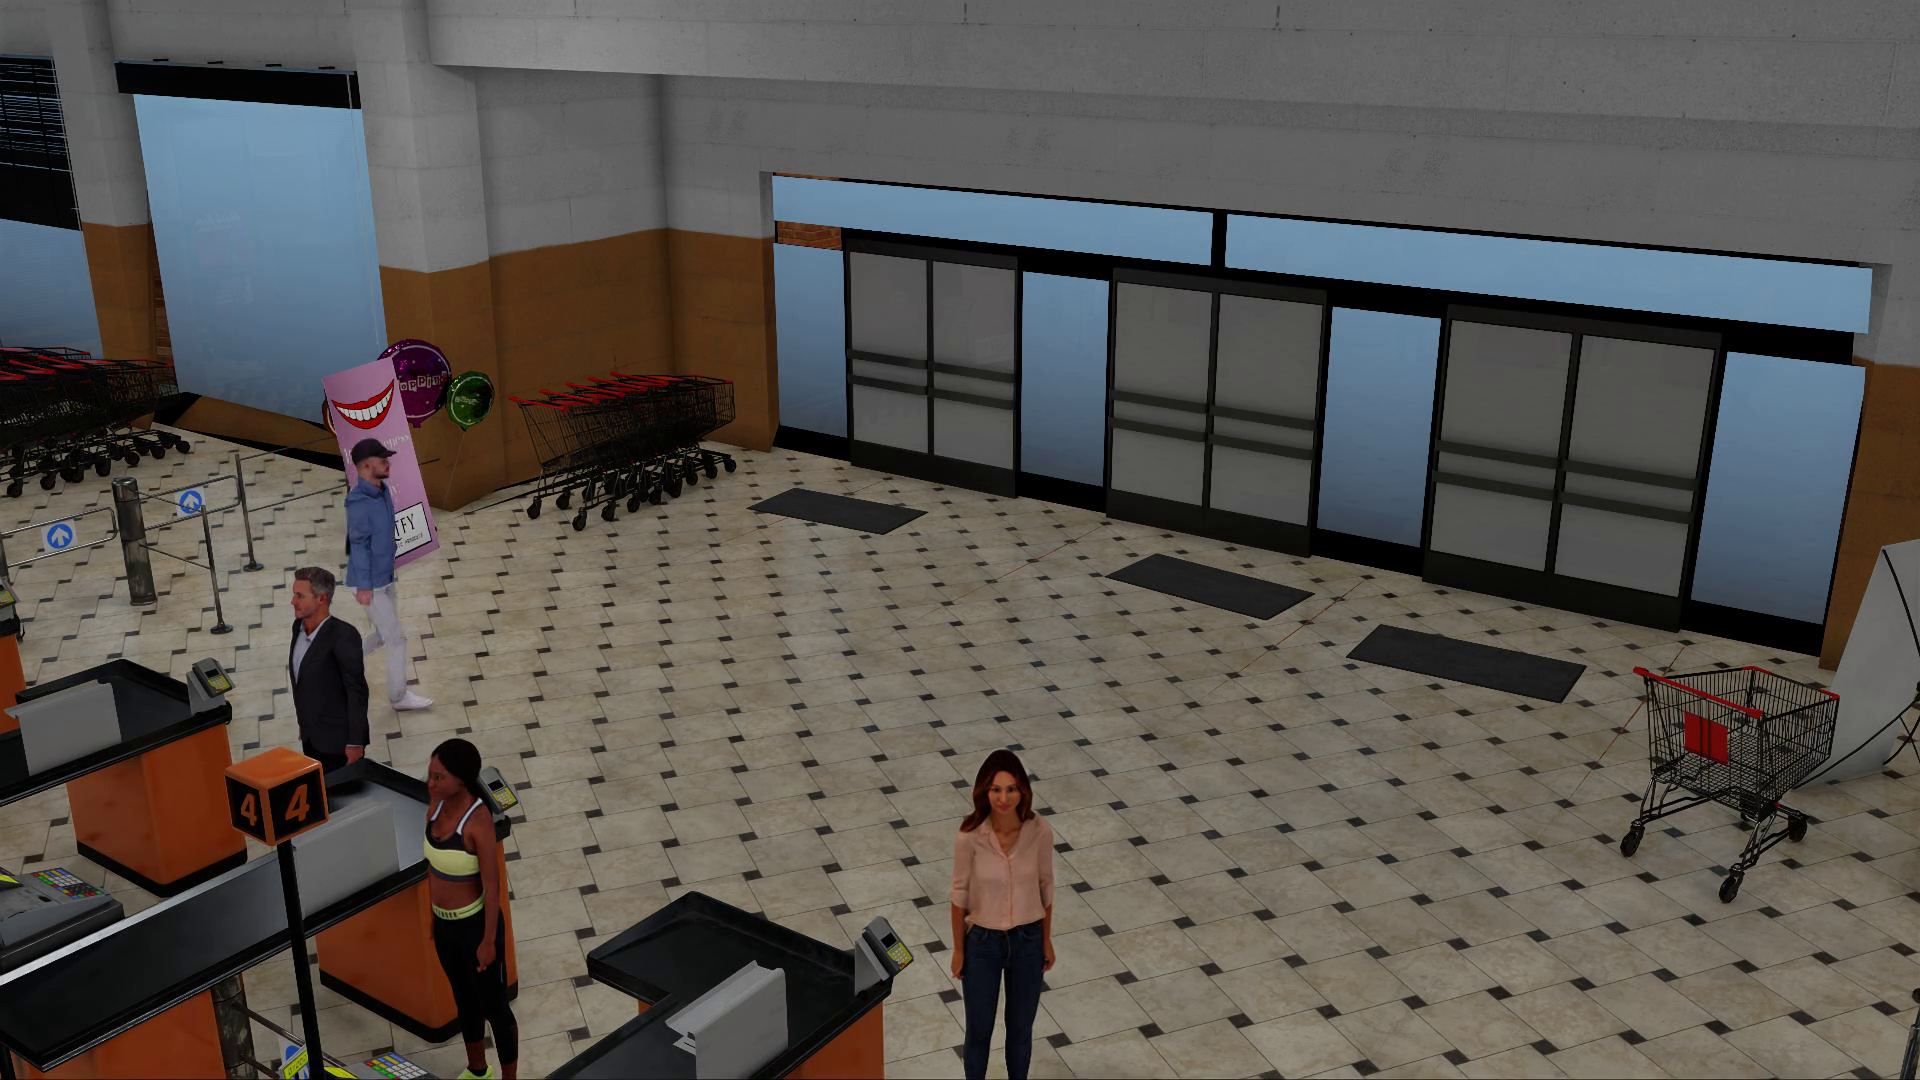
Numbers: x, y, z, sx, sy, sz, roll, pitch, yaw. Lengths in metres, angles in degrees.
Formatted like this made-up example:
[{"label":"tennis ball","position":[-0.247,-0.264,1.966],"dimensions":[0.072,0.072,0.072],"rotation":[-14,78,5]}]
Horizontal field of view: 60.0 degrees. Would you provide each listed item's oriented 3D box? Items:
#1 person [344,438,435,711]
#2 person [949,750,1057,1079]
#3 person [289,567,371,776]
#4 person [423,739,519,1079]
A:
[{"label":"person","position":[-3.977,0.246,11.054],"dimensions":[1.072,1.861,1.083],"rotation":[2,19,5]},{"label":"person","position":[0.175,1.682,6.906],"dimensions":[0.666,1.791,0.723],"rotation":[-3,19,-9]},{"label":"person","position":[-3.351,1.000,8.849],"dimensions":[0.718,1.842,0.593],"rotation":[14,23,35]},{"label":"person","position":[-2.079,1.643,7.077],"dimensions":[0.556,1.754,0.514],"rotation":[14,23,35]}]
